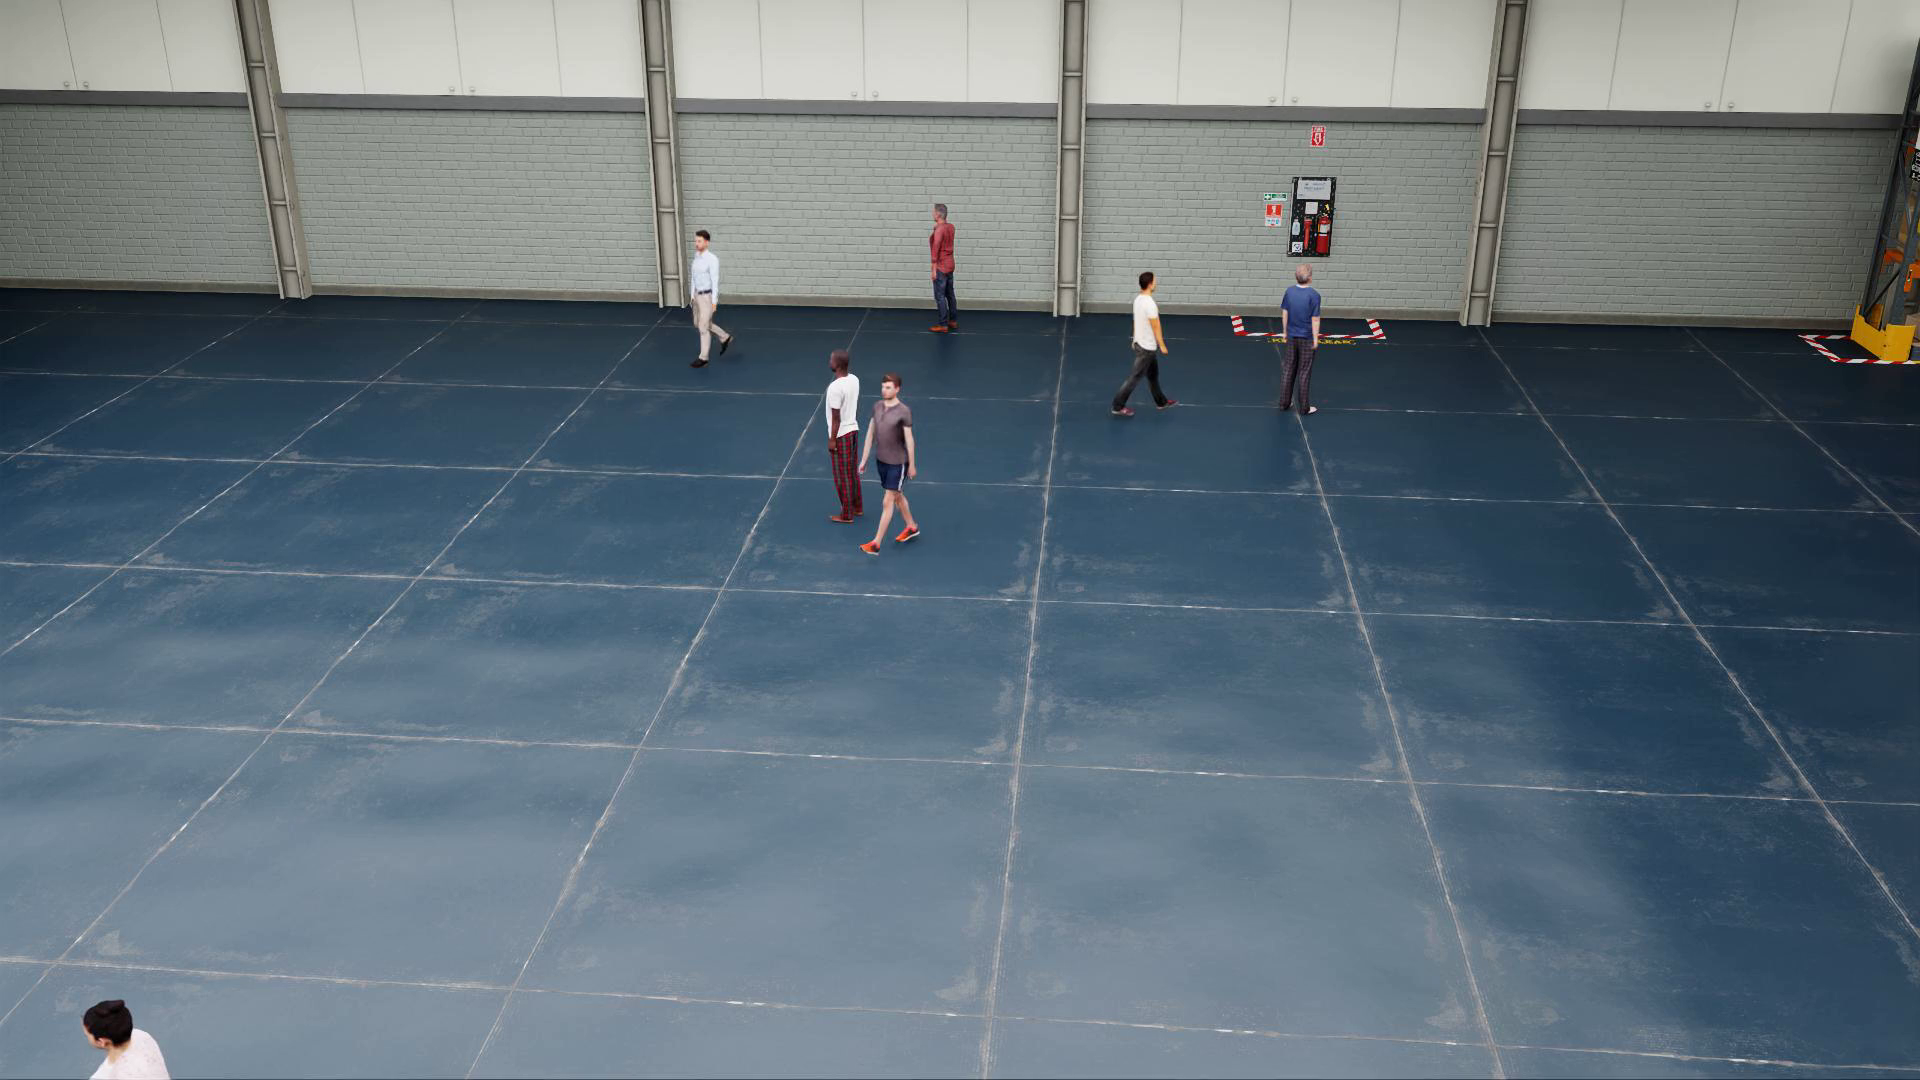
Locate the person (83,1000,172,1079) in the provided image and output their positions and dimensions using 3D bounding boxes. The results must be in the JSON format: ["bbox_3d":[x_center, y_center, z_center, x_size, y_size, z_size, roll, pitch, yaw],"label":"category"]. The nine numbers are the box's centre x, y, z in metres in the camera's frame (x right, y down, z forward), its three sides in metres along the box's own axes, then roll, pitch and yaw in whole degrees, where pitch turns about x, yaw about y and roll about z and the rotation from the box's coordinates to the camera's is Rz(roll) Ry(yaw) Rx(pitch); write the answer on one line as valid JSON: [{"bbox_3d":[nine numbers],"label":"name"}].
[{"bbox_3d":[-3.892,2.887,7.979,0.809,1.741,0.799,-11,25,-24],"label":"person"}]

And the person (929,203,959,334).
[{"bbox_3d":[-0.233,-3.910,23.853,0.698,1.826,0.751,11,25,25],"label":"person"}]

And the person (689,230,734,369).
[{"bbox_3d":[-3.371,-3.245,22.292,1.098,1.824,1.060,-20,30,-39],"label":"person"}]

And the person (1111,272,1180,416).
[{"bbox_3d":[2.173,-2.346,20.255,1.215,1.763,0.869,-5,24,-12],"label":"person"}]

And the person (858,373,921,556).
[{"bbox_3d":[-0.617,-0.779,16.513,1.172,1.808,1.166,20,30,39],"label":"person"}]

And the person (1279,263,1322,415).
[{"bbox_3d":[4.185,-2.480,20.433,0.690,1.872,0.798,18,29,36],"label":"person"}]

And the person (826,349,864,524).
[{"bbox_3d":[-1.195,-1.083,17.194,0.651,1.834,0.717,10,25,23],"label":"person"}]
